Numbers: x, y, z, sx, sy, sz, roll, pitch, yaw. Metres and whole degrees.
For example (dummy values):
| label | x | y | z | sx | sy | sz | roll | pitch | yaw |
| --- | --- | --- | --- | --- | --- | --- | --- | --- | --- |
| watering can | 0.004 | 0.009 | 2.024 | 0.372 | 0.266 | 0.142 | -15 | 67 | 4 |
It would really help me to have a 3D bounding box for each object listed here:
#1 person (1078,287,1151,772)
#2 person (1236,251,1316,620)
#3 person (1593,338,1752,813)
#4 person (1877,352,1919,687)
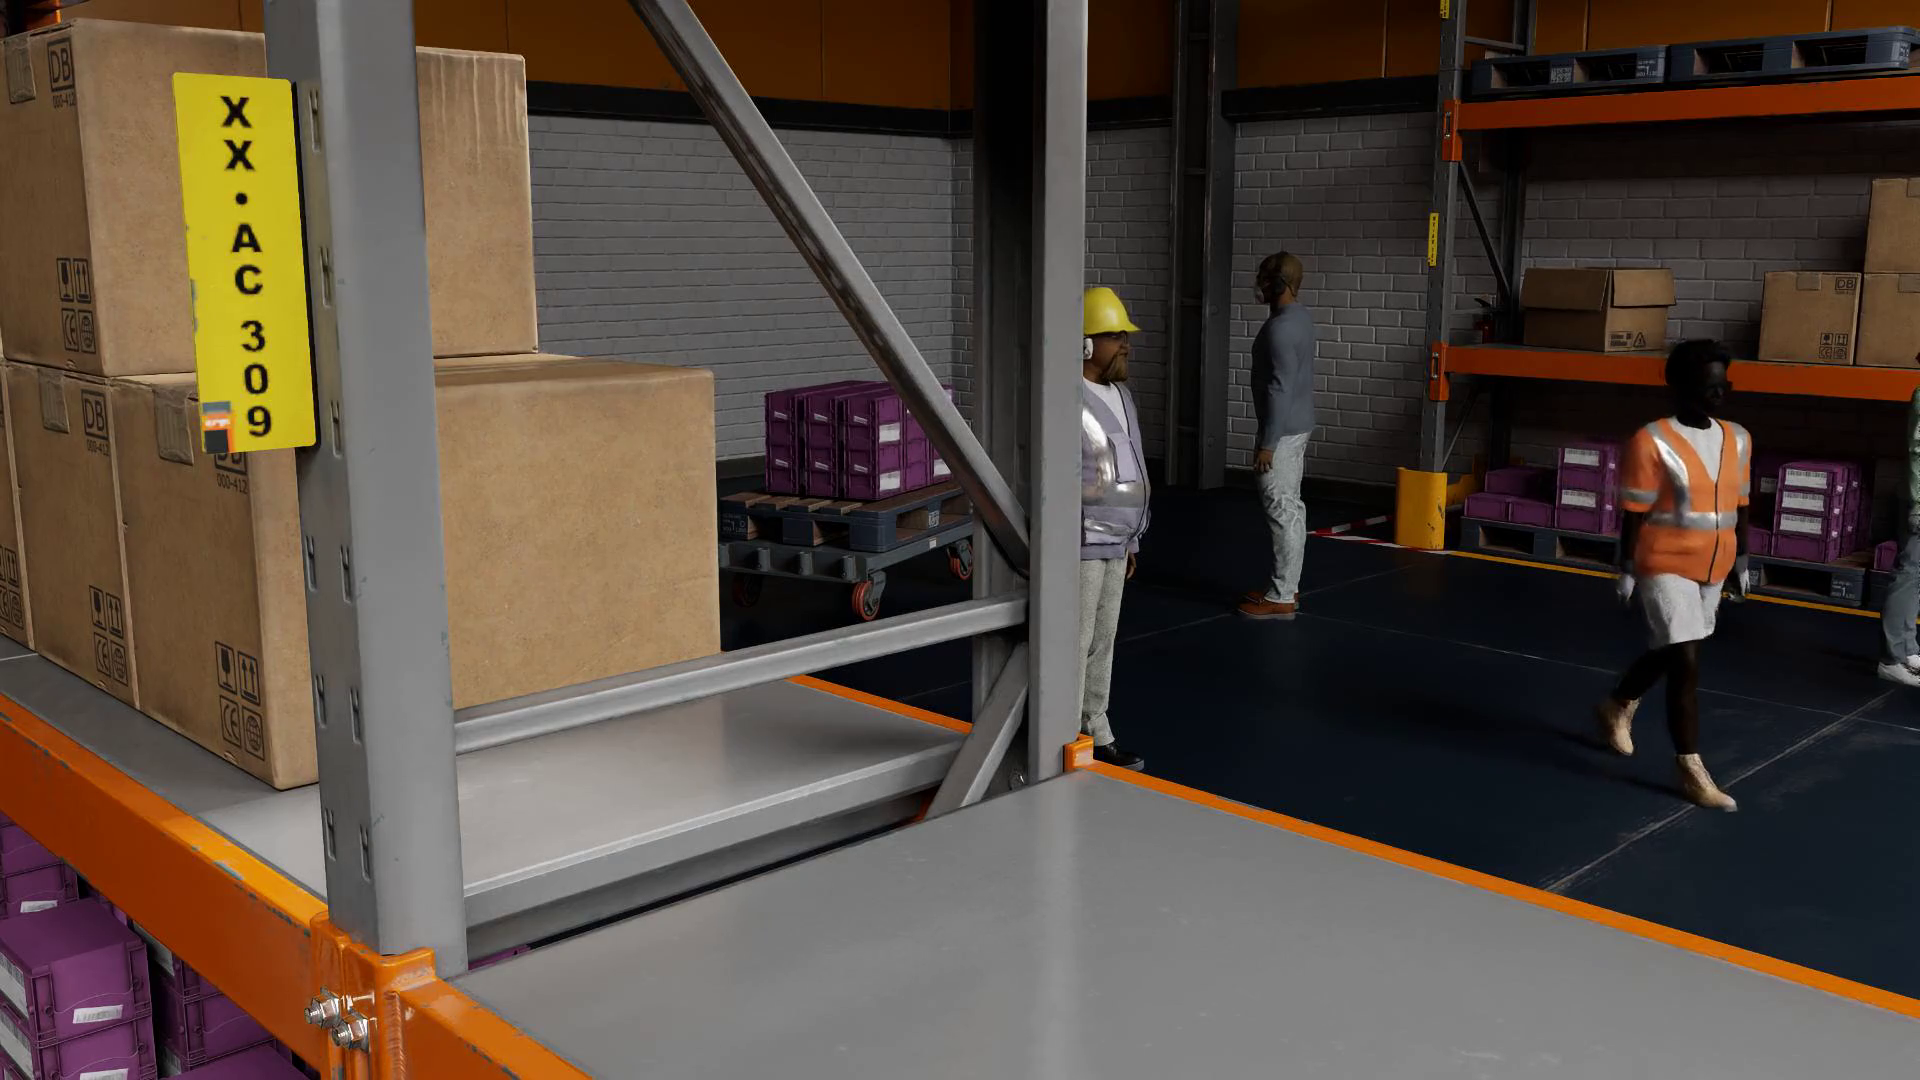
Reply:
| label | x | y | z | sx | sy | sz | roll | pitch | yaw |
| --- | --- | --- | --- | --- | --- | --- | --- | --- | --- |
| person | 0.494 | -0.002 | 6.112 | 0.404 | 1.837 | 0.590 | 6 | 12 | 28 |
| person | 1.683 | -0.546 | 8.800 | 0.373 | 1.940 | 0.628 | 4 | 11 | 19 |
| person | 2.618 | 0.083 | 6.123 | 0.537 | 1.668 | 0.817 | -4 | 11 | -19 |
| person | 4.407 | -0.163 | 7.544 | 0.501 | 1.632 | 0.287 | -10 | 14 | -44 |
